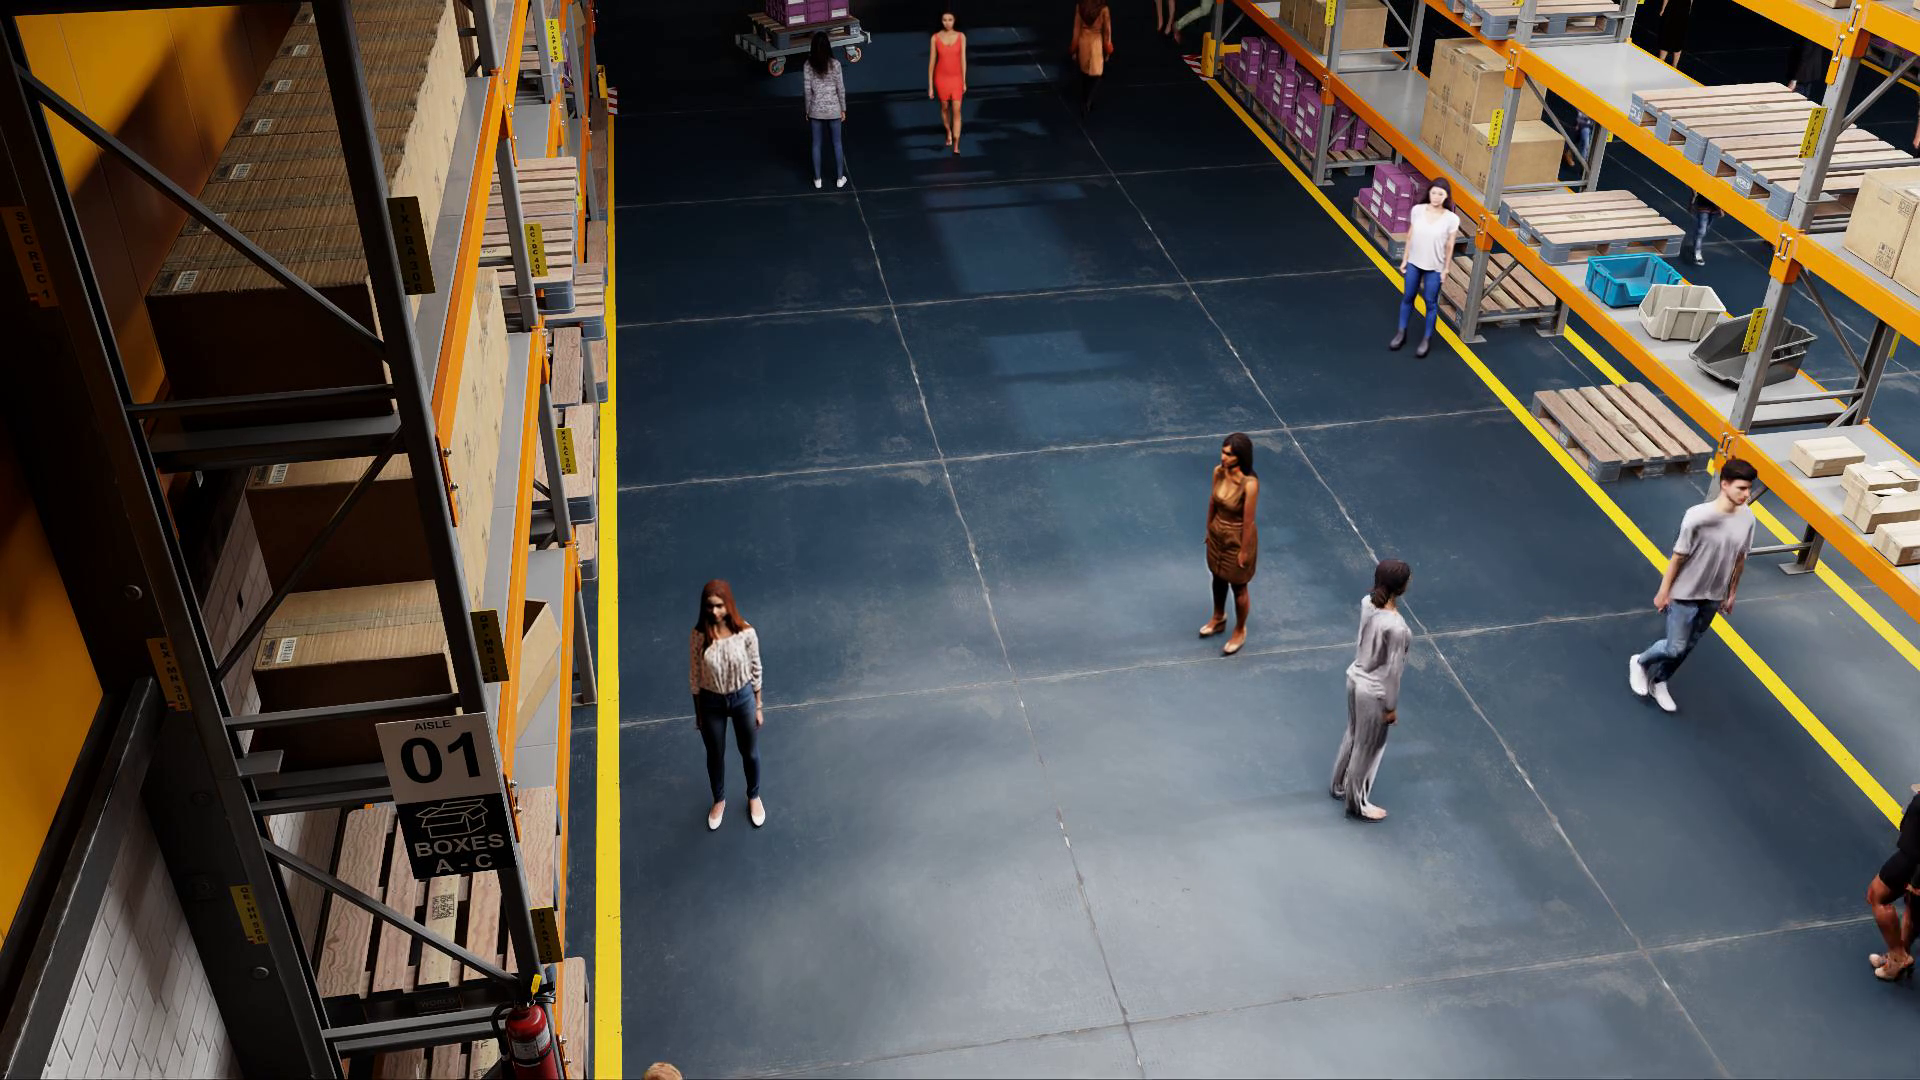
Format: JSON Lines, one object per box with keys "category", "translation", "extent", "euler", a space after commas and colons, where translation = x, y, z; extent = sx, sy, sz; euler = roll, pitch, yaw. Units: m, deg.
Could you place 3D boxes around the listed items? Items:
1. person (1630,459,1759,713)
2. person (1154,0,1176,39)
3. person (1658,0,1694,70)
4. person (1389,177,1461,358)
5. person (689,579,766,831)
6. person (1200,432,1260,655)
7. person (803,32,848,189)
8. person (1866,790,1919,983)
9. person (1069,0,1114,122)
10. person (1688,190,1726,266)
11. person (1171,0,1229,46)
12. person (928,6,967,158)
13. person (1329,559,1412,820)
{"category": "person", "translation": [4.720, 0.259, 10.771], "extent": [0.709, 1.870, 0.720], "euler": [-6, 34, -9]}
{"category": "person", "translation": [2.987, -7.840, 23.086], "extent": [0.849, 1.725, 0.792], "euler": [-26, 42, -34]}
{"category": "person", "translation": [9.441, -6.989, 21.895], "extent": [0.571, 1.626, 0.572], "euler": [-3, 34, -4]}
{"category": "person", "translation": [4.219, -2.474, 15.053], "extent": [0.667, 1.682, 0.733], "euler": [22, 40, 30]}
{"category": "person", "translation": [-1.376, 0.960, 9.844], "extent": [0.586, 1.729, 0.520], "euler": [-3, 34, -5]}
{"category": "person", "translation": [1.857, 0.010, 11.313], "extent": [0.699, 1.684, 0.588], "euler": [-22, 40, -30]}
{"category": "person", "translation": [-1.505, -4.775, 18.469], "extent": [0.635, 1.733, 0.563], "euler": [-1, 34, -1]}
{"category": "person", "translation": [5.150, 1.747, 8.750], "extent": [0.669, 1.629, 0.706], "euler": [-23, 40, -31]}
{"category": "person", "translation": [1.574, -5.887, 20.173], "extent": [0.986, 1.698, 1.155], "euler": [9, 35, 14]}
{"category": "person", "translation": [7.636, -3.447, 16.950], "extent": [0.656, 1.202, 0.871], "euler": [5, 34, 8]}
{"category": "person", "translation": [3.338, -7.590, 22.622], "extent": [1.108, 1.823, 1.201], "euler": [12, 35, 17]}
{"category": "person", "translation": [-0.142, -5.364, 19.409], "extent": [0.688, 1.672, 1.098], "euler": [-2, 34, -3]}
{"category": "person", "translation": [2.448, 0.905, 9.892], "extent": [0.679, 1.767, 0.468], "euler": [-3, 34, -5]}
